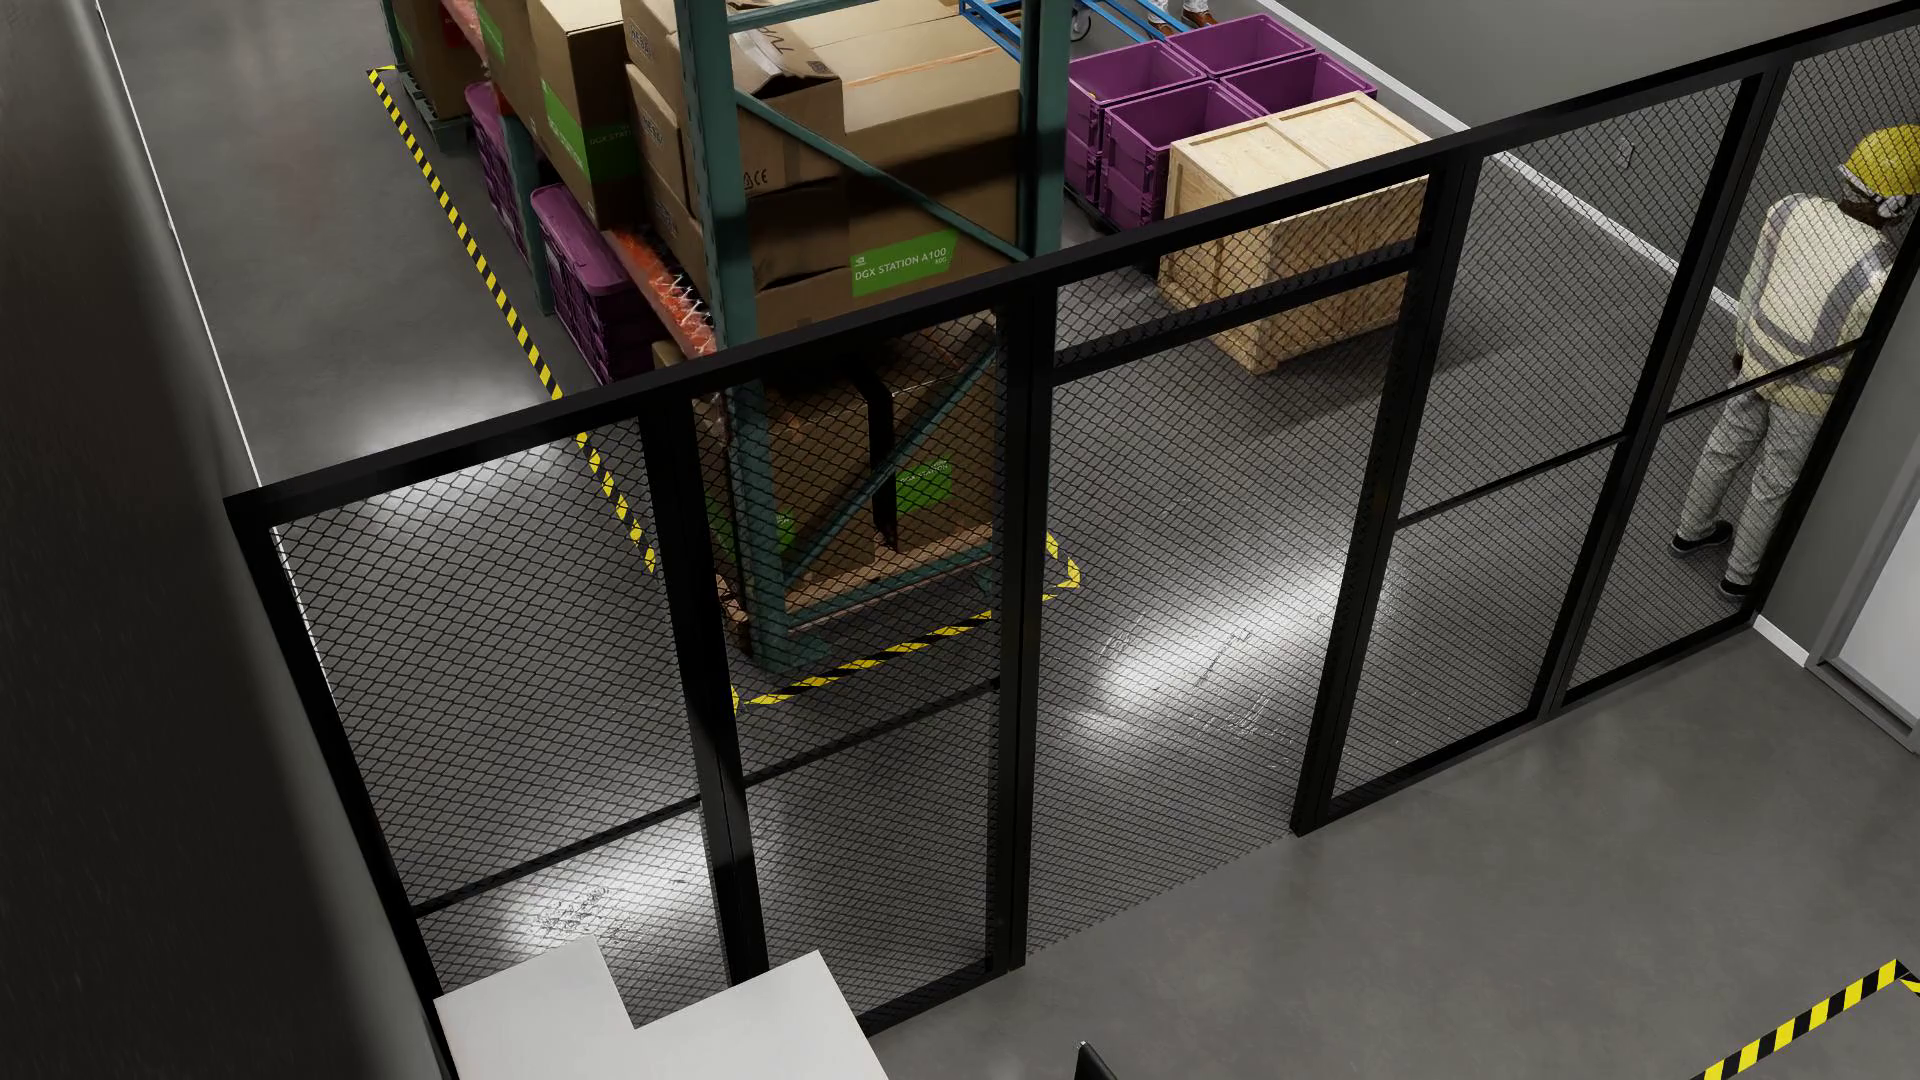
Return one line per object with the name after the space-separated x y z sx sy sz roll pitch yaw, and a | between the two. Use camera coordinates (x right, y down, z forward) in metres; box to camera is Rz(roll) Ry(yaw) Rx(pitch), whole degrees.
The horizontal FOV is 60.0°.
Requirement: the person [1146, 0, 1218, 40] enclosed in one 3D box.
1.270 -3.623 8.909 0.635 1.939 0.366 -22 47 -22 | person

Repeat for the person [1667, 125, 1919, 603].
2.858 -0.569 5.645 0.403 1.833 0.591 -14 44 -15 | person
